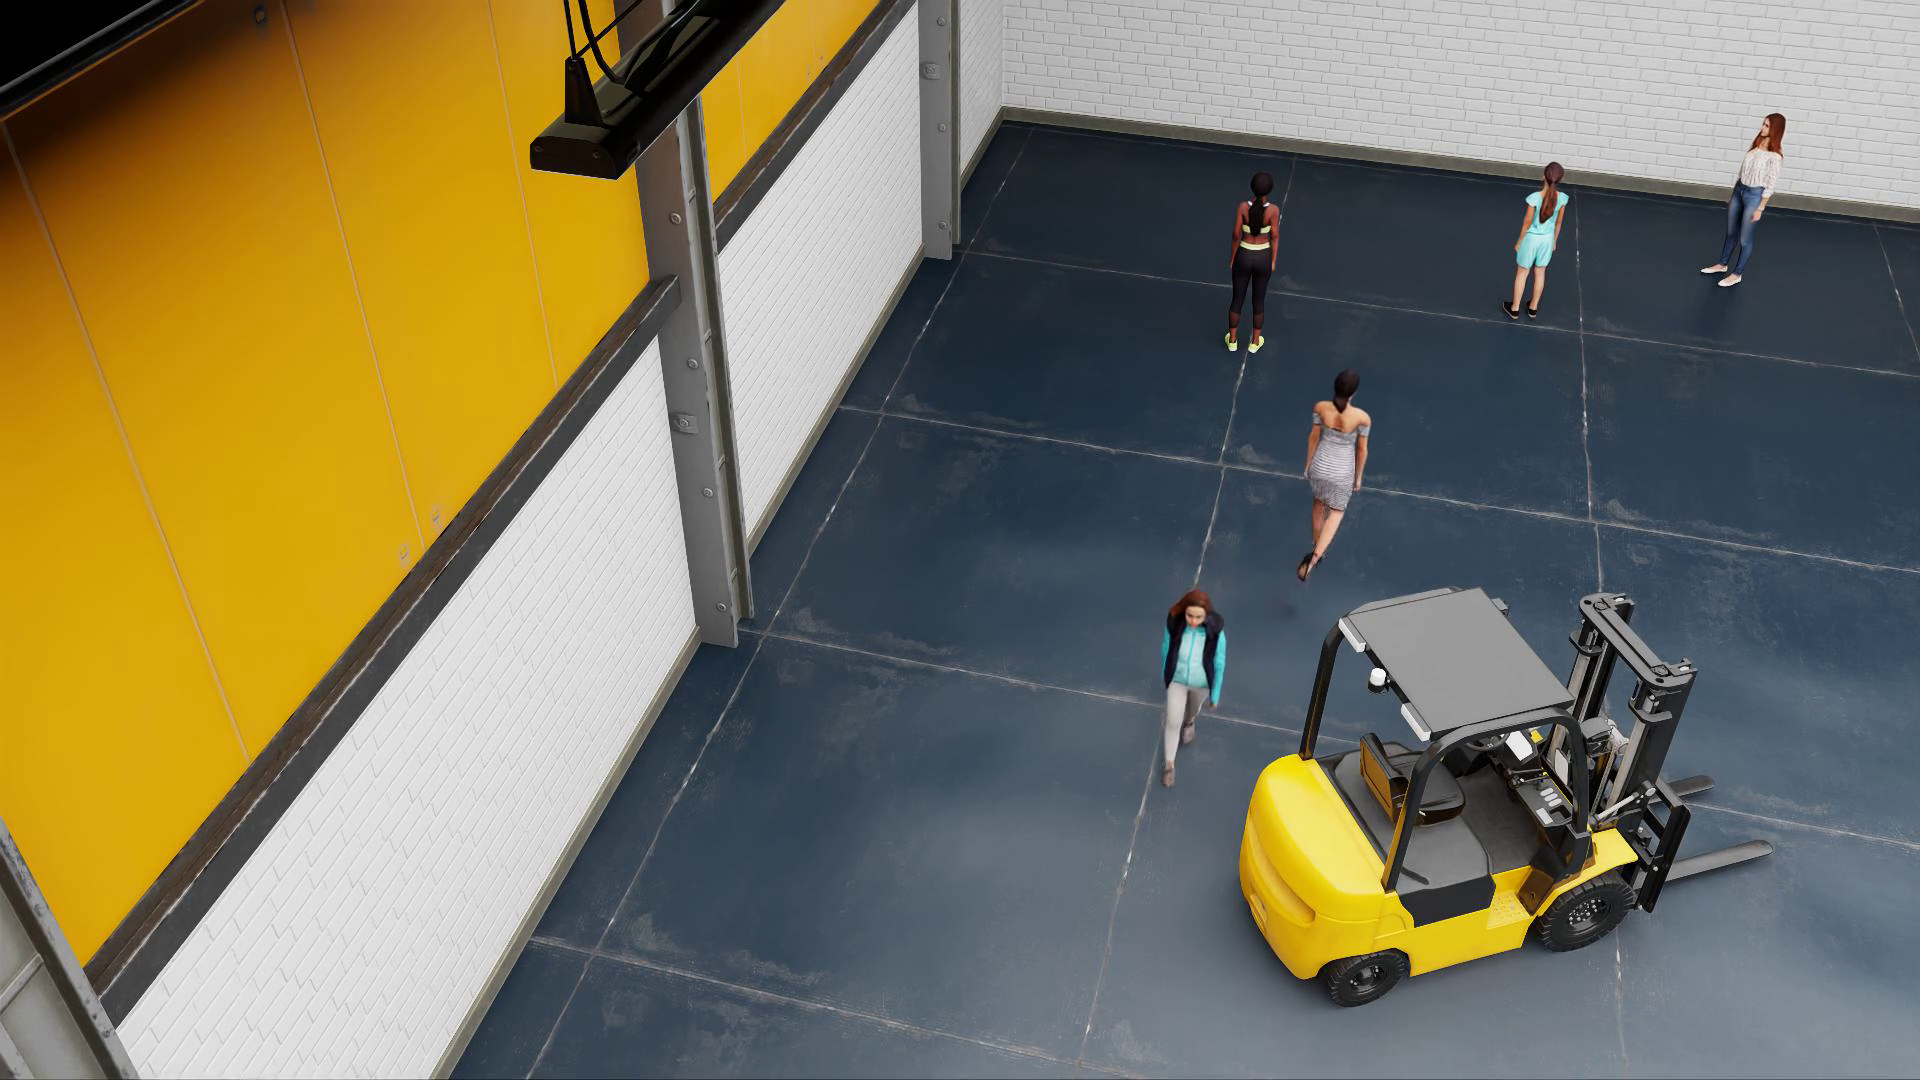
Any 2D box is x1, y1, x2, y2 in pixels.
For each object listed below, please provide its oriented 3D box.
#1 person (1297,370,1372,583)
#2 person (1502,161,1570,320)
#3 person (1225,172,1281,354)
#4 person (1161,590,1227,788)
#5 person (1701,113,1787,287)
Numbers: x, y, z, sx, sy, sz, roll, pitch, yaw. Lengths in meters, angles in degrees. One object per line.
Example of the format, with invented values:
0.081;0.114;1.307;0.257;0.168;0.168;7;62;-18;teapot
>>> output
2.715;-0.429;12.311;0.727;1.805;0.965;19;42;22;person
5.368;-2.793;15.470;0.611;1.558;0.615;-2;39;-3;person
2.626;-2.485;14.927;0.571;1.755;0.522;7;39;8;person
1.538;0.860;10.978;0.604;1.455;0.979;7;39;9;person
7.568;-3.271;15.931;0.715;1.728;0.601;-10;40;-13;person
